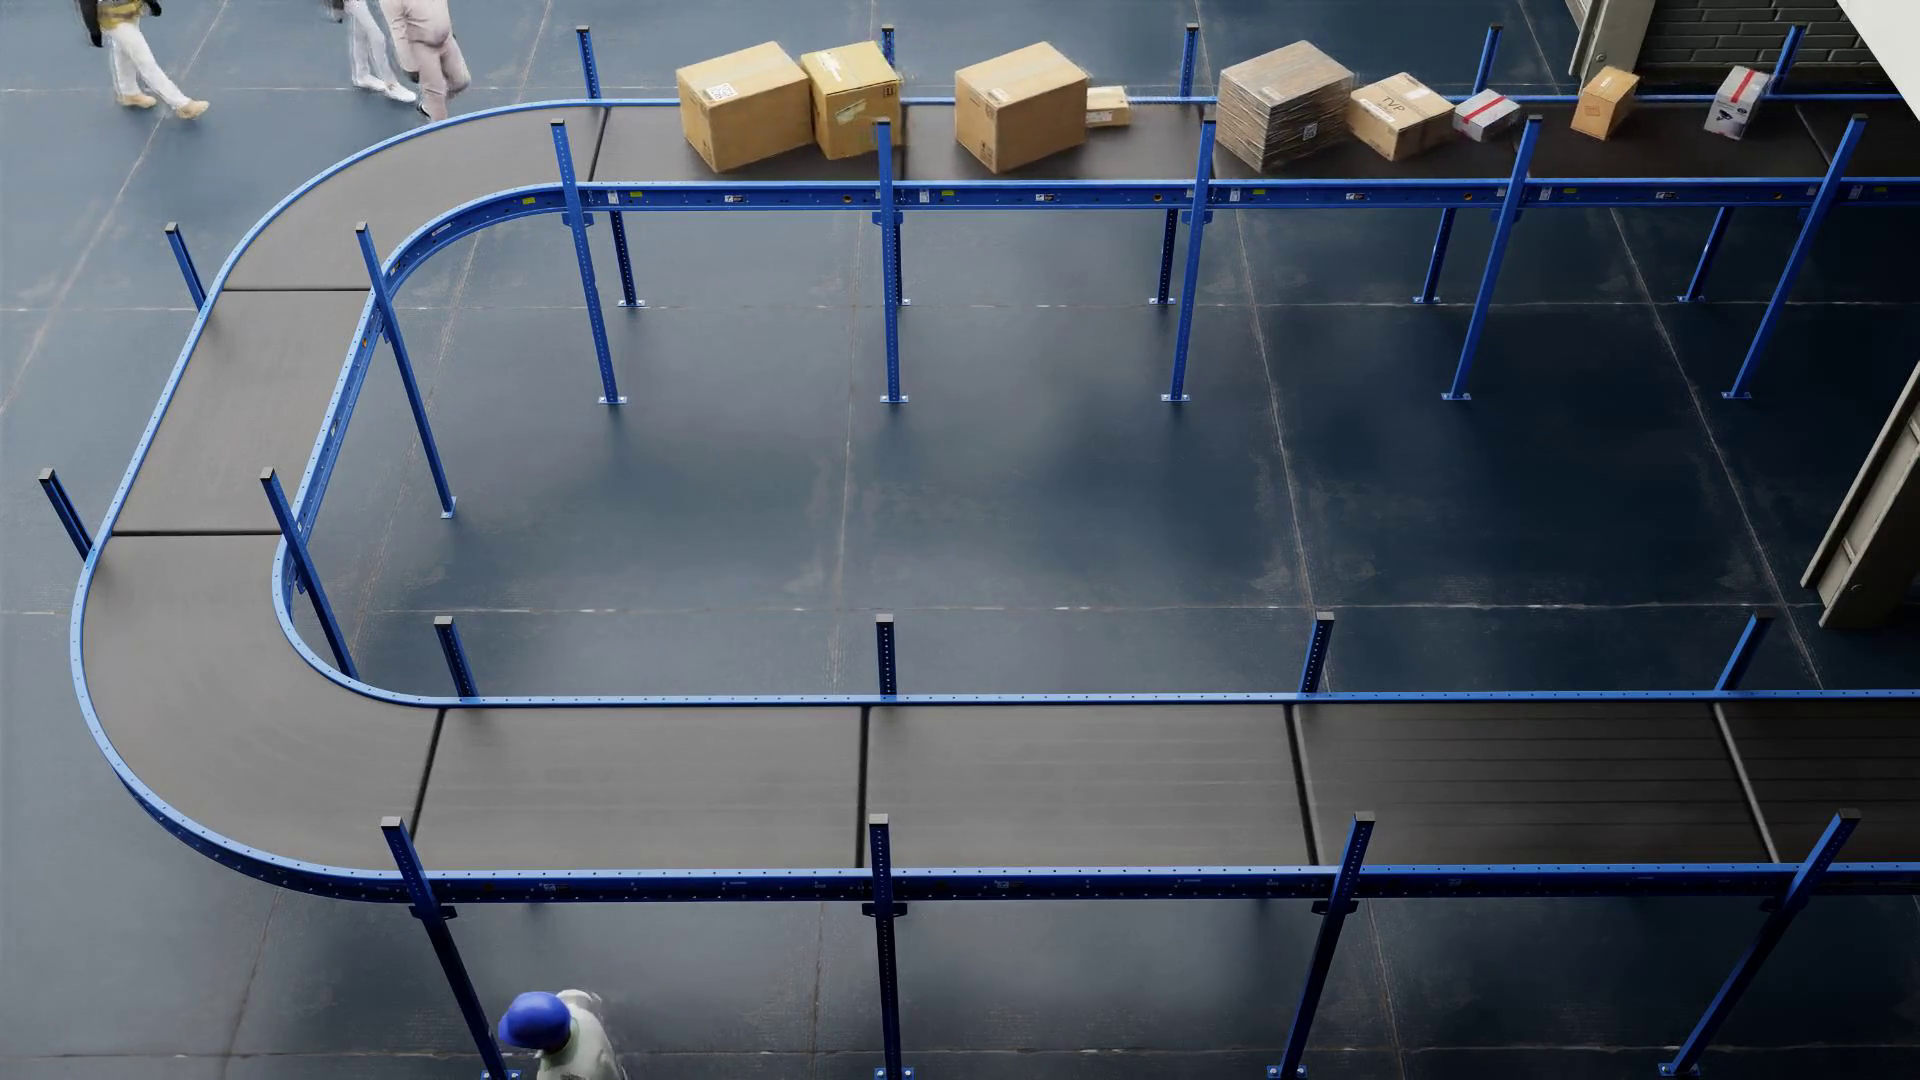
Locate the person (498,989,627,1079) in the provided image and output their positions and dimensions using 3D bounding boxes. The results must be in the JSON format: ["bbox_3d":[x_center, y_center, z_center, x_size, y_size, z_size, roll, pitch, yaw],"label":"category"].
[{"bbox_3d":[-1.674,2.519,7.608,0.442,1.933,0.624,-1,47,0],"label":"person"}]

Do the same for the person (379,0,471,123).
[{"bbox_3d":[-4.237,-3.941,13.664,0.468,1.888,0.666,18,49,16],"label":"person"}]

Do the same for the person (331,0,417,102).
[{"bbox_3d":[-4.910,-4.532,14.252,0.775,1.845,0.516,9,48,8],"label":"person"}]

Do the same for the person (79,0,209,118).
[{"bbox_3d":[-6.766,-4.307,14.064,0.925,1.797,0.653,5,47,5],"label":"person"}]
